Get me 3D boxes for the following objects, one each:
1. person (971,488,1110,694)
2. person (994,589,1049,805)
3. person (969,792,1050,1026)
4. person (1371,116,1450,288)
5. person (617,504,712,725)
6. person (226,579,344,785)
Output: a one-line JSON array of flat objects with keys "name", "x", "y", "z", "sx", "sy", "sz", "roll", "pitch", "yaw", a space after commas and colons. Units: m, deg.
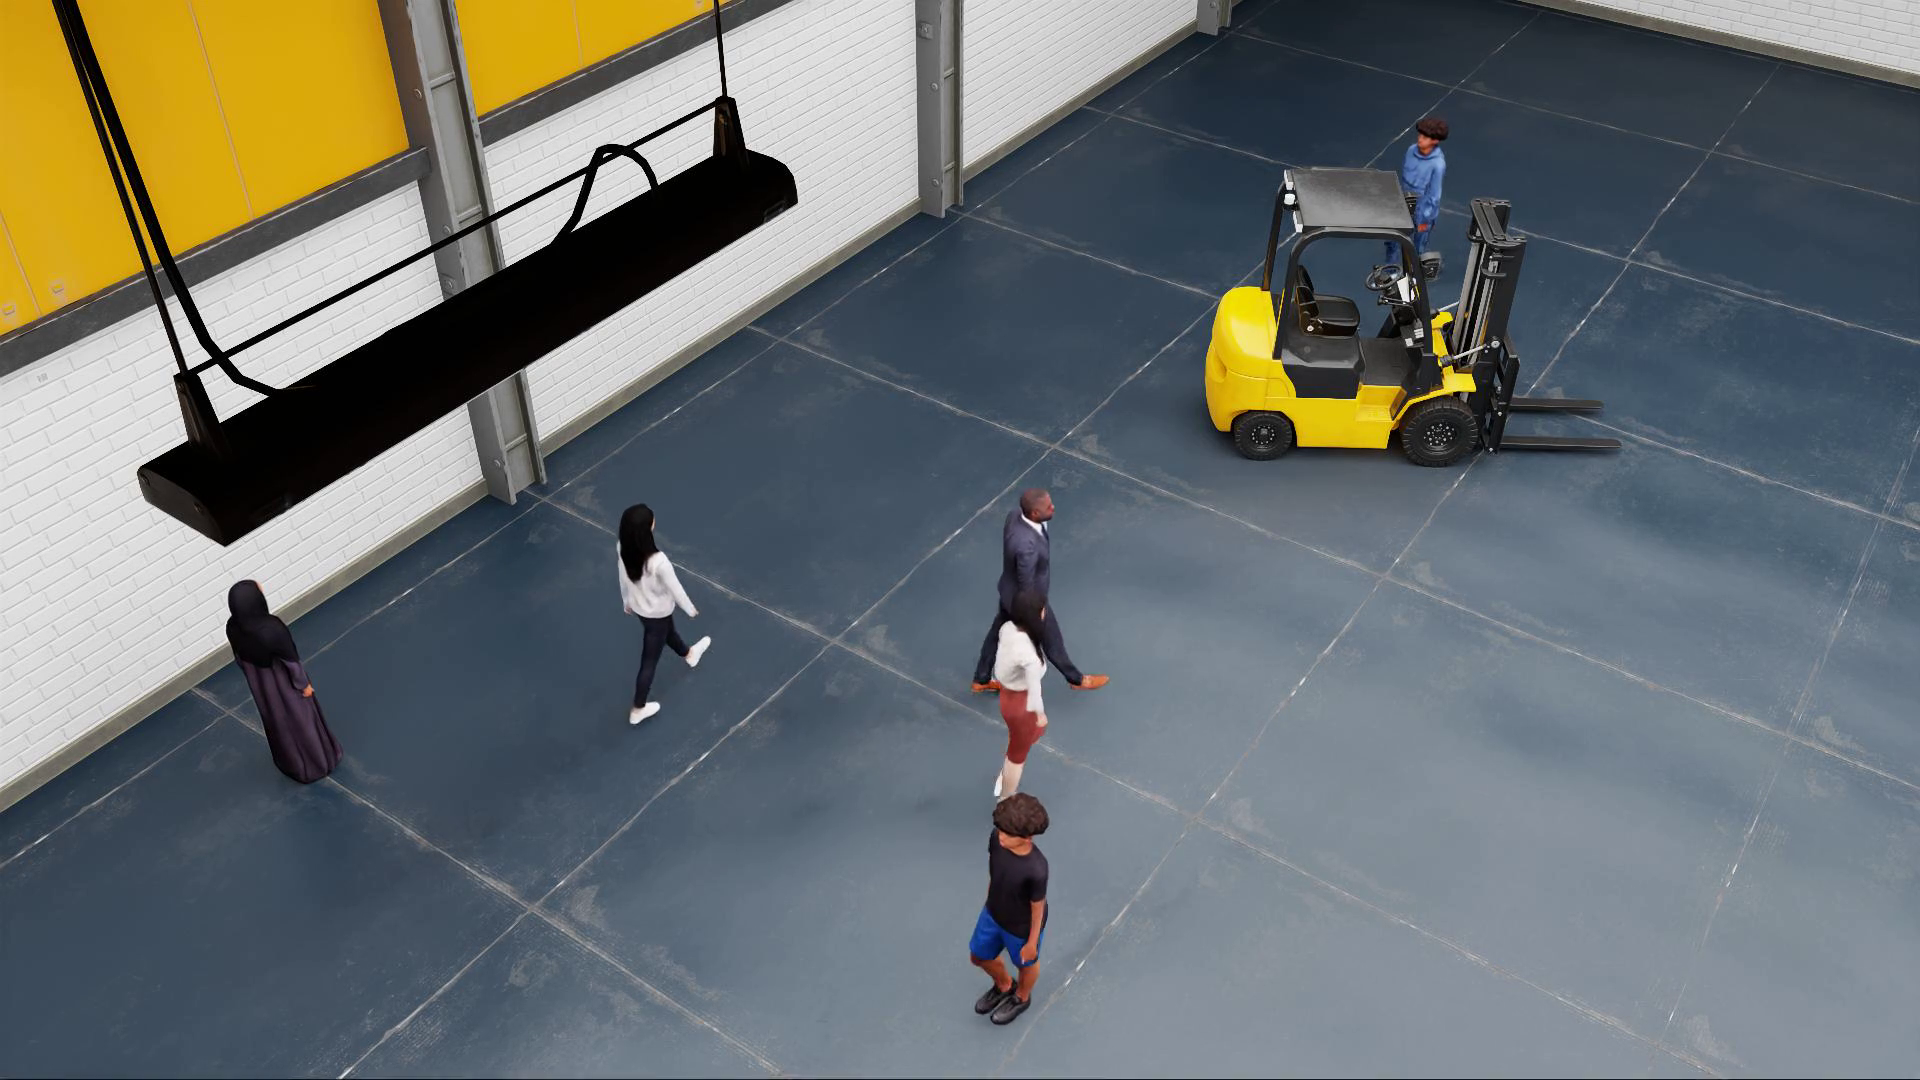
[{"name": "person", "x": 0.360, "y": 0.395, "z": 11.190, "sx": 1.251, "sy": 1.781, "sz": 1.215, "roll": -5, "pitch": 39, "yaw": -6}, {"name": "person", "x": 0.299, "y": 1.069, "z": 10.388, "sx": 0.762, "sy": 1.729, "sz": 0.703, "roll": -3, "pitch": 39, "yaw": -4}, {"name": "person", "x": 0.369, "y": 2.007, "z": 9.162, "sx": 0.682, "sy": 1.791, "sz": 0.691, "roll": -28, "pitch": 46, "yaw": -30}, {"name": "person", "x": 4.358, "y": -3.144, "z": 15.611, "sx": 0.868, "sy": 1.793, "sz": 0.834, "roll": -19, "pitch": 42, "yaw": -22}, {"name": "person", "x": -2.116, "y": 0.526, "z": 11.129, "sx": 0.682, "sy": 1.651, "sz": 1.120, "roll": 27, "pitch": 46, "yaw": 30}, {"name": "person", "x": -4.405, "y": 0.885, "z": 10.709, "sx": 0.676, "sy": 1.615, "sz": 0.679, "roll": 11, "pitch": 40, "yaw": 14}]
